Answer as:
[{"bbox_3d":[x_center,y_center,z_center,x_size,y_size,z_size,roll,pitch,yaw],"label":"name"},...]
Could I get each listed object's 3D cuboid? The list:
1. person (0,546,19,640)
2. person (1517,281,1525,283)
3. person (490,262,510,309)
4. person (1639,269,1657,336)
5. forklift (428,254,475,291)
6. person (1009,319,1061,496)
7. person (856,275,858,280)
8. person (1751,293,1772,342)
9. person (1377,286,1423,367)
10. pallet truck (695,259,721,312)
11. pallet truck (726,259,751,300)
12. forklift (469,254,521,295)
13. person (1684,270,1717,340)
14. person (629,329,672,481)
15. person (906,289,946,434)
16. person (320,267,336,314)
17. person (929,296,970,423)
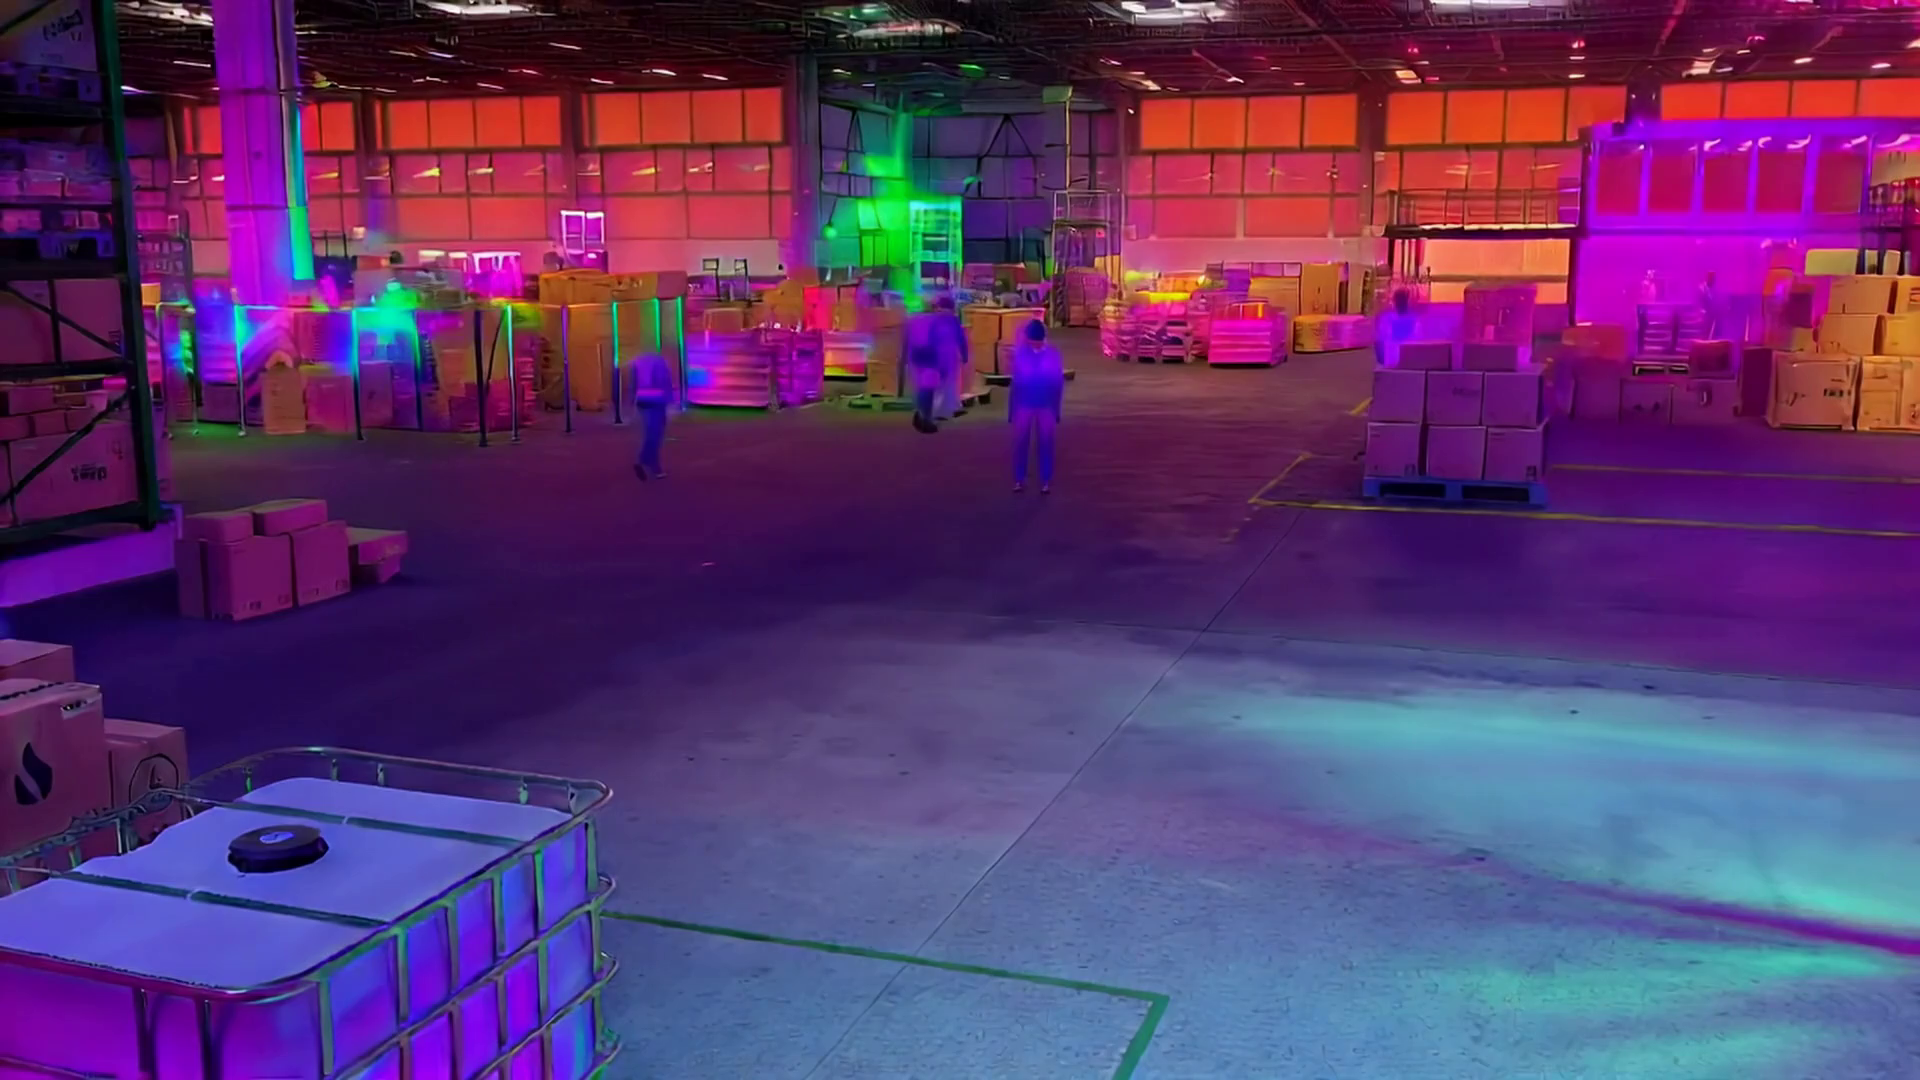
[{"bbox_3d":[-3.336,0.695,5.544,0.534,1.683,0.500,9,13,40],"label":"person"},{"bbox_3d":[10.449,-3.917,31.082,0.831,1.831,0.532,-7,12,-33],"label":"person"},{"bbox_3d":[-13.061,-6.859,47.167,0.630,1.990,1.022,2,10,9],"label":"person"},{"bbox_3d":[19.038,-6.561,45.983,0.533,1.827,0.454,-5,11,-28],"label":"person"},{"bbox_3d":[-20.133,-10.254,65.465,1.157,1.987,2.680,3,11,19],"label":"forklift"},{"bbox_3d":[0.746,-1.317,16.631,0.524,1.768,0.317,0,10,2],"label":"person"},{"bbox_3d":[-2.461,-4.995,36.988,0.975,1.889,0.552,3,10,16],"label":"person"},{"bbox_3d":[12.818,-3.053,26.469,0.492,1.742,0.320,1,10,5],"label":"person"},{"bbox_3d":[6.000,-2.481,22.657,0.643,1.947,0.431,0,10,2],"label":"person"},{"bbox_3d":[-9.165,-9.627,62.776,0.823,1.965,1.885,4,11,23],"label":"pallet truck"},{"bbox_3d":[-7.986,-9.493,62.019,0.823,1.965,1.885,3,11,17],"label":"pallet truck"},{"bbox_3d":[-17.990,-10.121,64.684,1.157,1.987,2.680,3,11,17],"label":"forklift"},{"bbox_3d":[19.253,-6.041,42.998,0.616,1.861,1.054,-6,12,-29],"label":"person"},{"bbox_3d":[-3.296,-1.412,17.579,0.521,1.619,0.643,5,11,24],"label":"person"},{"bbox_3d":[-0.430,-2.372,22.128,0.579,1.917,0.419,6,12,29],"label":"person"},{"bbox_3d":[-17.585,-6.639,46.246,0.396,1.899,0.639,1,10,7],"label":"person"},{"bbox_3d":[-0.197,-2.552,23.554,0.946,1.787,0.591,-9,14,-43],"label":"person"}]
